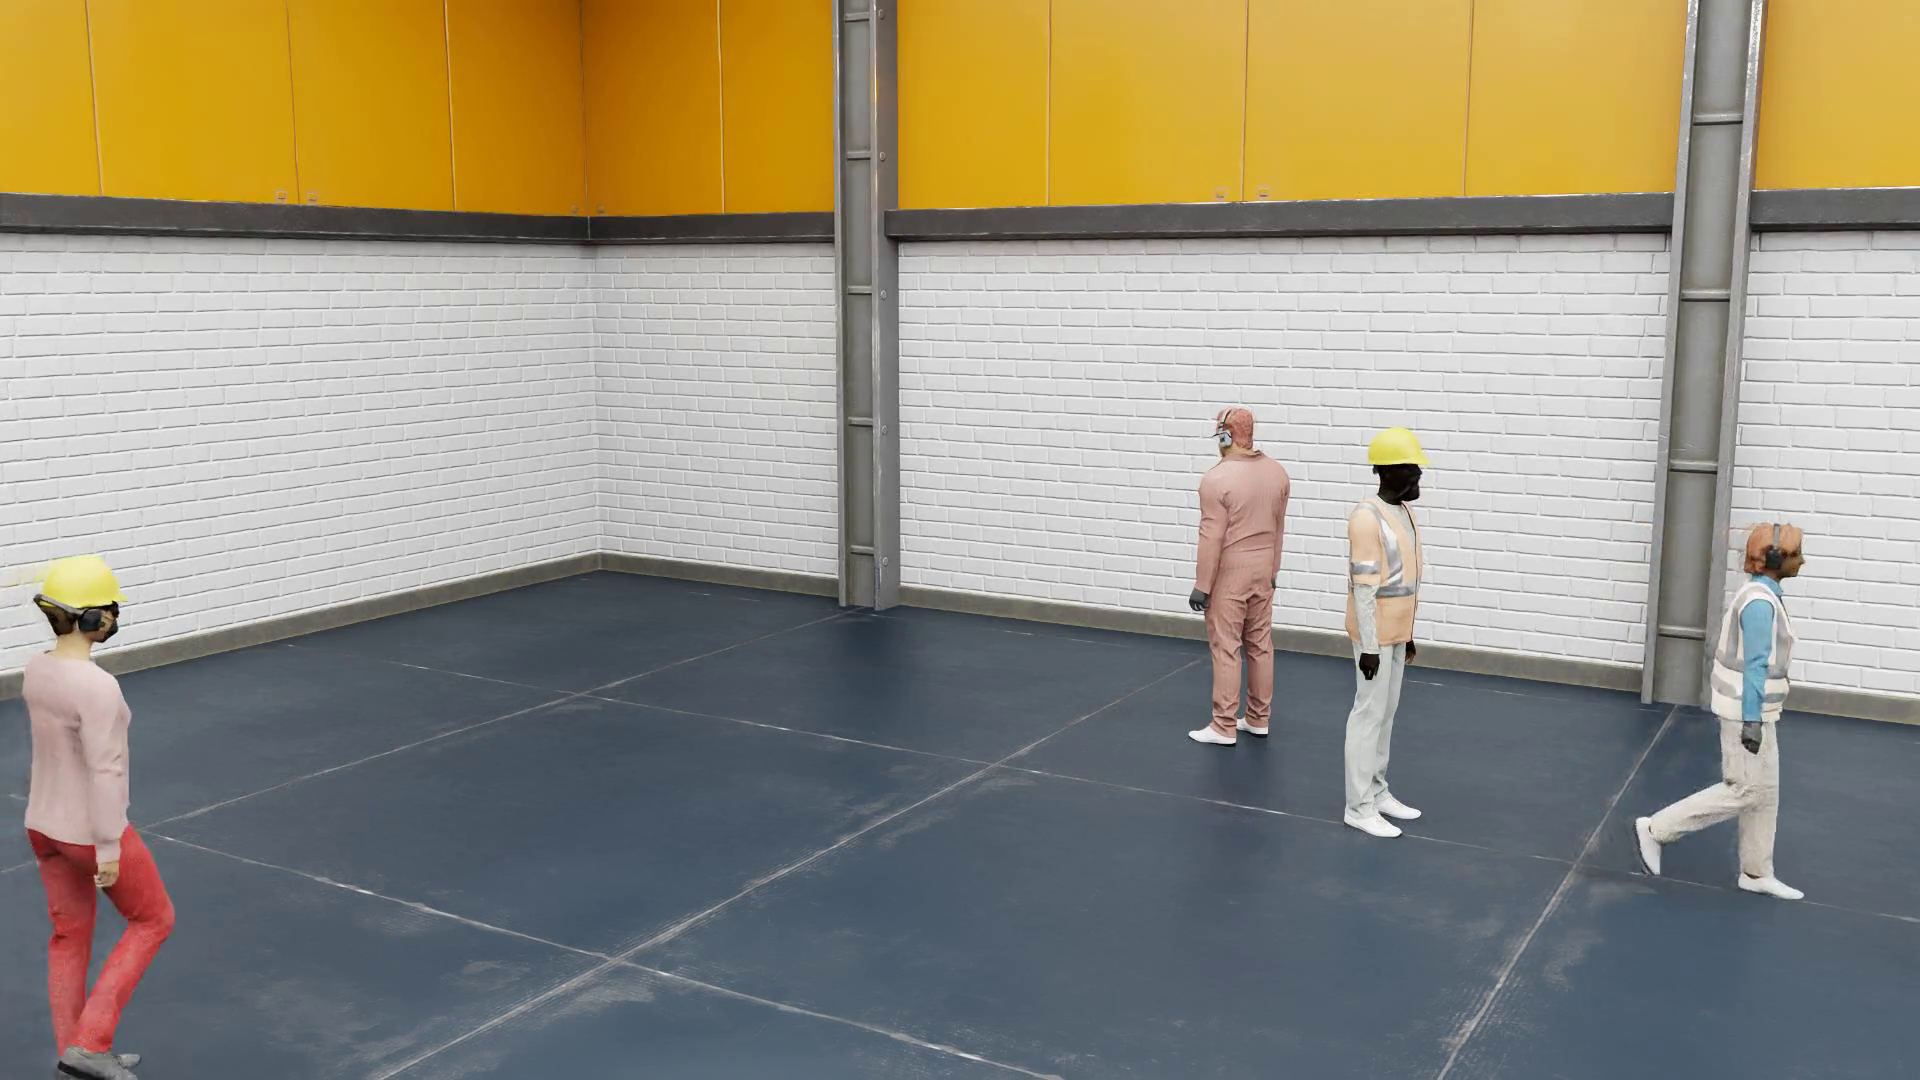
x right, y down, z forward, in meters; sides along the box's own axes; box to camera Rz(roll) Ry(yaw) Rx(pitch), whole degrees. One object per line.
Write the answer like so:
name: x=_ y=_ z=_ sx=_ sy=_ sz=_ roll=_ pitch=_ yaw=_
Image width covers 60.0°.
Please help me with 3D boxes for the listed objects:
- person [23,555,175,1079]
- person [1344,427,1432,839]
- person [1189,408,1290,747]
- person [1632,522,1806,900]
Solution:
person: x=-2.798 y=0.922 z=5.357 sx=0.524 sy=1.755 sz=0.377 roll=6 pitch=11 yaw=32
person: x=2.027 y=0.426 z=7.906 sx=0.363 sy=1.930 sz=0.587 roll=6 pitch=11 yaw=31
person: x=1.541 y=0.208 z=9.363 sx=0.639 sy=1.903 sz=0.407 roll=-7 pitch=11 yaw=-36
person: x=3.254 y=0.718 z=7.028 sx=0.607 sy=1.619 sz=0.525 roll=5 pitch=10 yaw=29
